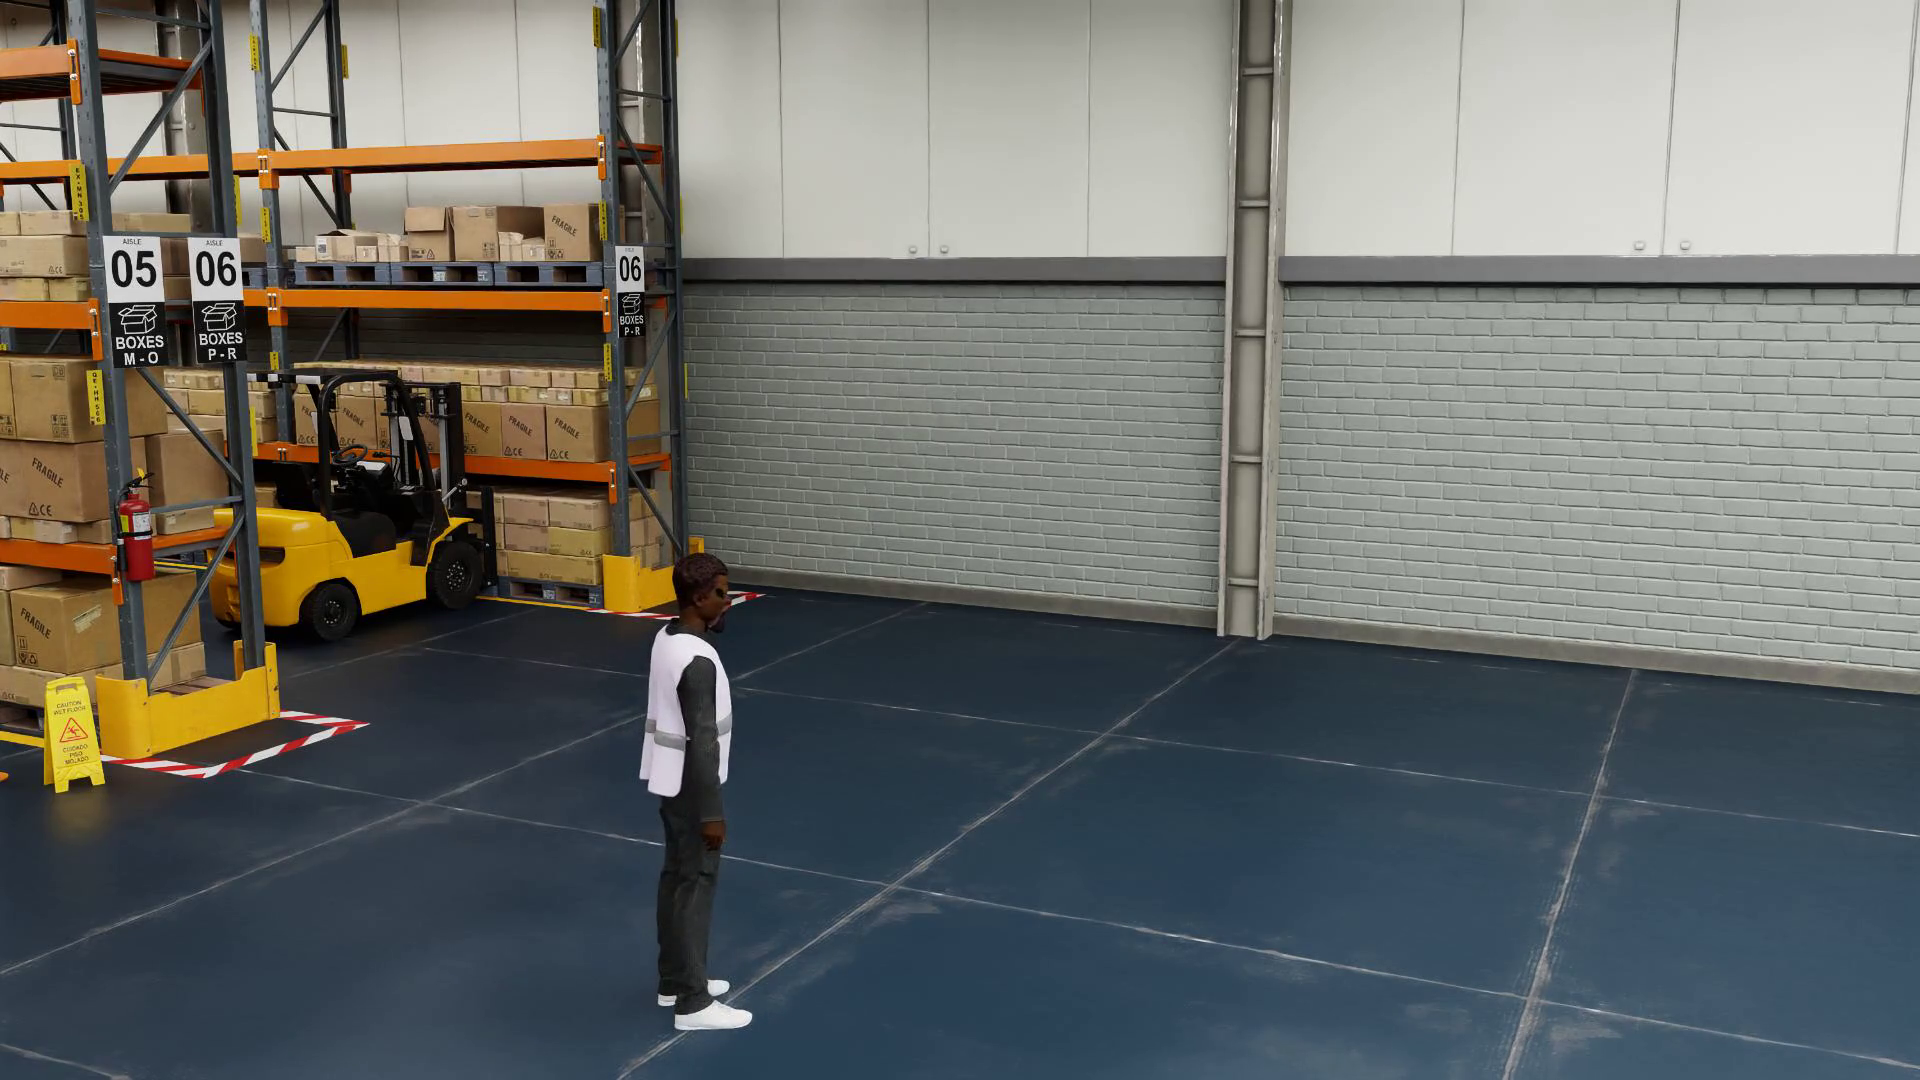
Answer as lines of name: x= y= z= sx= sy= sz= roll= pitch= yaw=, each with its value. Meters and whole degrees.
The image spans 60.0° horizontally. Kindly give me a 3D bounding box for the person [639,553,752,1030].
person: x=-1.085 y=0.999 z=6.679 sx=0.370 sy=1.915 sz=0.597 roll=-4 pitch=10 yaw=-22
